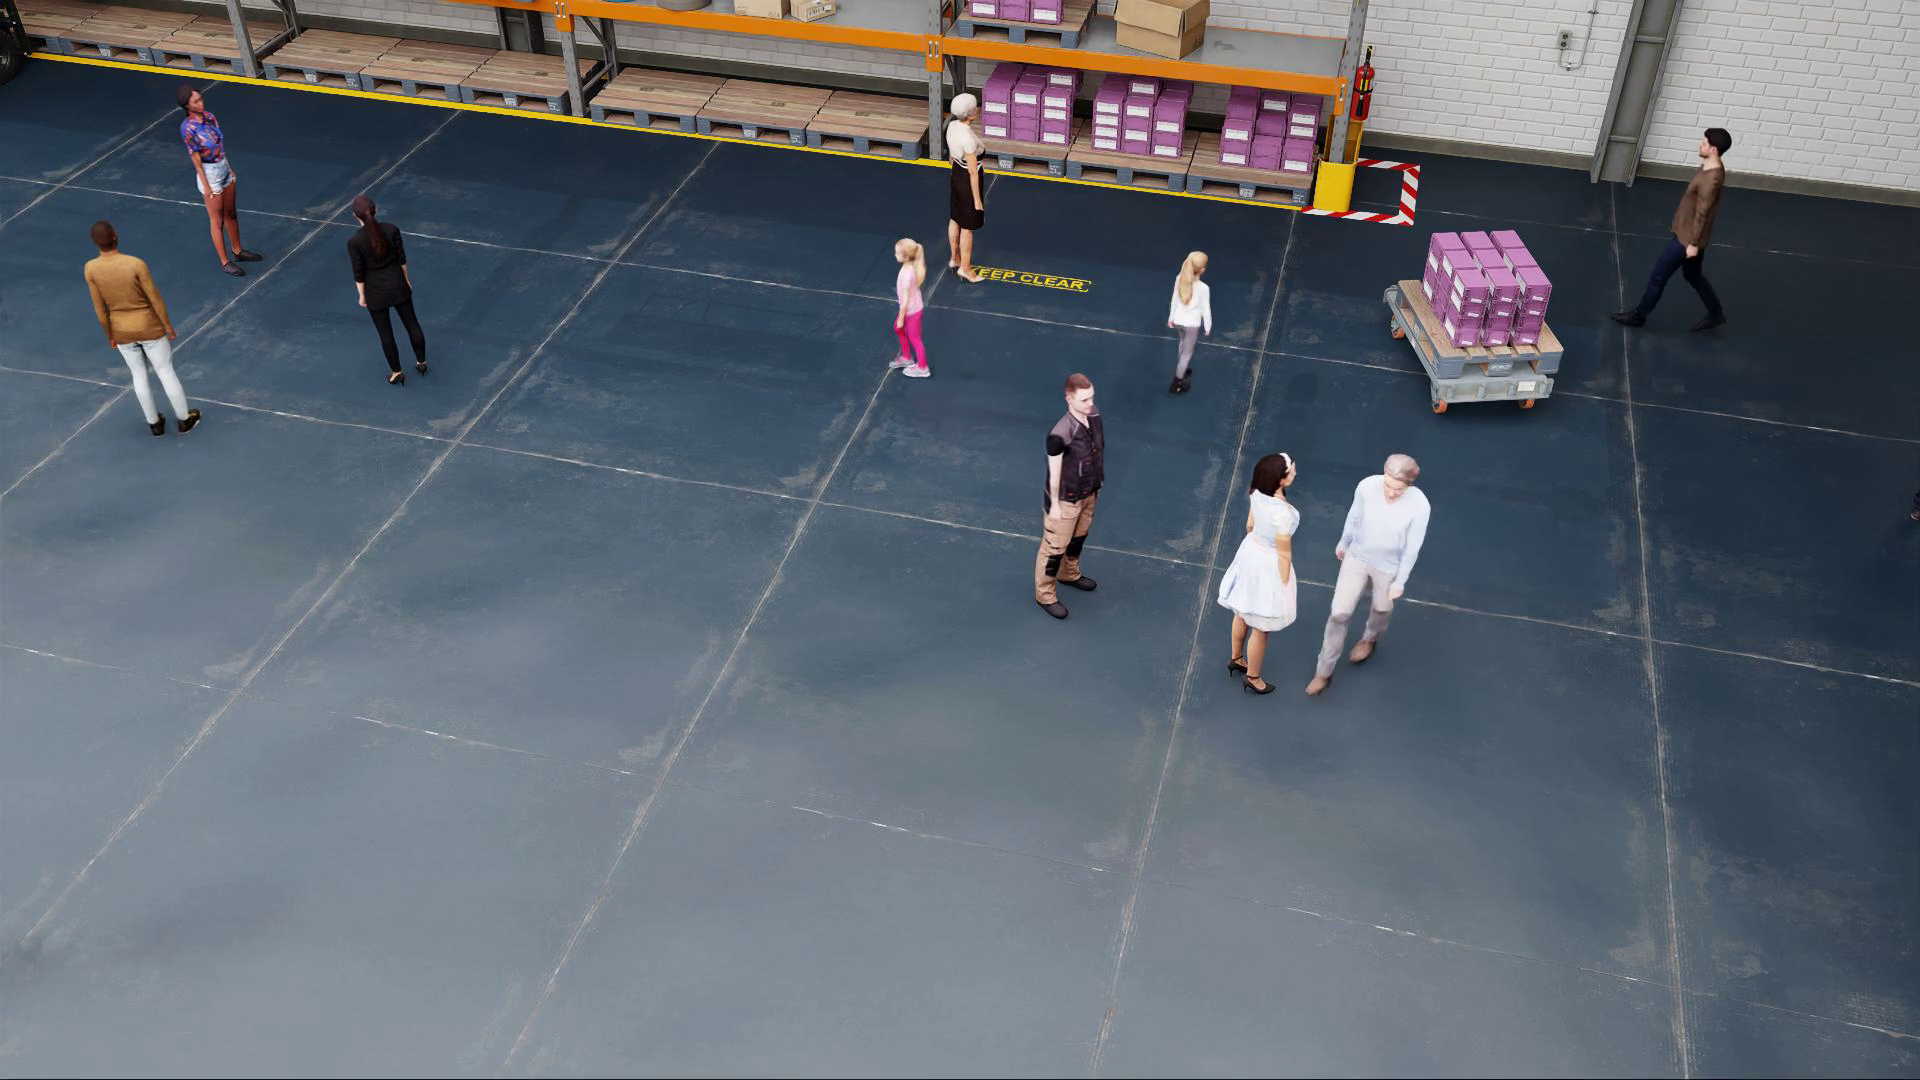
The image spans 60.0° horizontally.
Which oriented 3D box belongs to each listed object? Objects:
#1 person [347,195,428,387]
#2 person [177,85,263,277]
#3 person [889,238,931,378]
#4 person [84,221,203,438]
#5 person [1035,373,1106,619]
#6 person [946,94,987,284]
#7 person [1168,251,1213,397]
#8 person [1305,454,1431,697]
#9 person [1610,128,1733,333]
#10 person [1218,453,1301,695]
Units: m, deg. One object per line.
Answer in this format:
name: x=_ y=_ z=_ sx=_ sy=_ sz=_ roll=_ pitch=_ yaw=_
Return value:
person: x=-4.610 y=-1.997 z=13.369 sx=0.689 sy=1.661 sz=0.723 roll=-27 pitch=46 yaw=-29
person: x=-6.652 y=-3.229 z=14.845 sx=0.516 sy=1.743 sz=0.594 roll=8 pitch=39 yaw=10
person: x=-0.334 y=-1.885 z=13.550 sx=0.622 sy=1.260 sz=0.553 roll=2 pitch=39 yaw=3
person: x=-6.313 y=-1.612 z=12.763 sx=0.633 sy=1.816 sz=0.779 roll=-7 pitch=39 yaw=-9
person: x=0.742 y=-0.345 z=11.156 sx=0.726 sy=1.840 sz=0.760 roll=25 pitch=45 yaw=28
person: x=0.039 y=-3.102 z=14.676 sx=0.745 sy=1.755 sz=0.713 roll=-15 pitch=41 yaw=-18
person: x=1.783 y=-1.715 z=13.332 sx=0.698 sy=1.266 sz=0.653 roll=-32 pitch=48 yaw=-33
person: x=2.686 y=0.107 z=10.593 sx=1.128 sy=1.838 sz=0.964 roll=24 pitch=44 yaw=27
person: x=6.193 y=-2.527 z=13.879 sx=1.187 sy=1.853 sz=0.762 roll=15 pitch=41 yaw=18
person: x=1.908 y=0.213 z=10.475 sx=0.900 sy=1.818 sz=0.851 roll=-12 pitch=40 yaw=-15
